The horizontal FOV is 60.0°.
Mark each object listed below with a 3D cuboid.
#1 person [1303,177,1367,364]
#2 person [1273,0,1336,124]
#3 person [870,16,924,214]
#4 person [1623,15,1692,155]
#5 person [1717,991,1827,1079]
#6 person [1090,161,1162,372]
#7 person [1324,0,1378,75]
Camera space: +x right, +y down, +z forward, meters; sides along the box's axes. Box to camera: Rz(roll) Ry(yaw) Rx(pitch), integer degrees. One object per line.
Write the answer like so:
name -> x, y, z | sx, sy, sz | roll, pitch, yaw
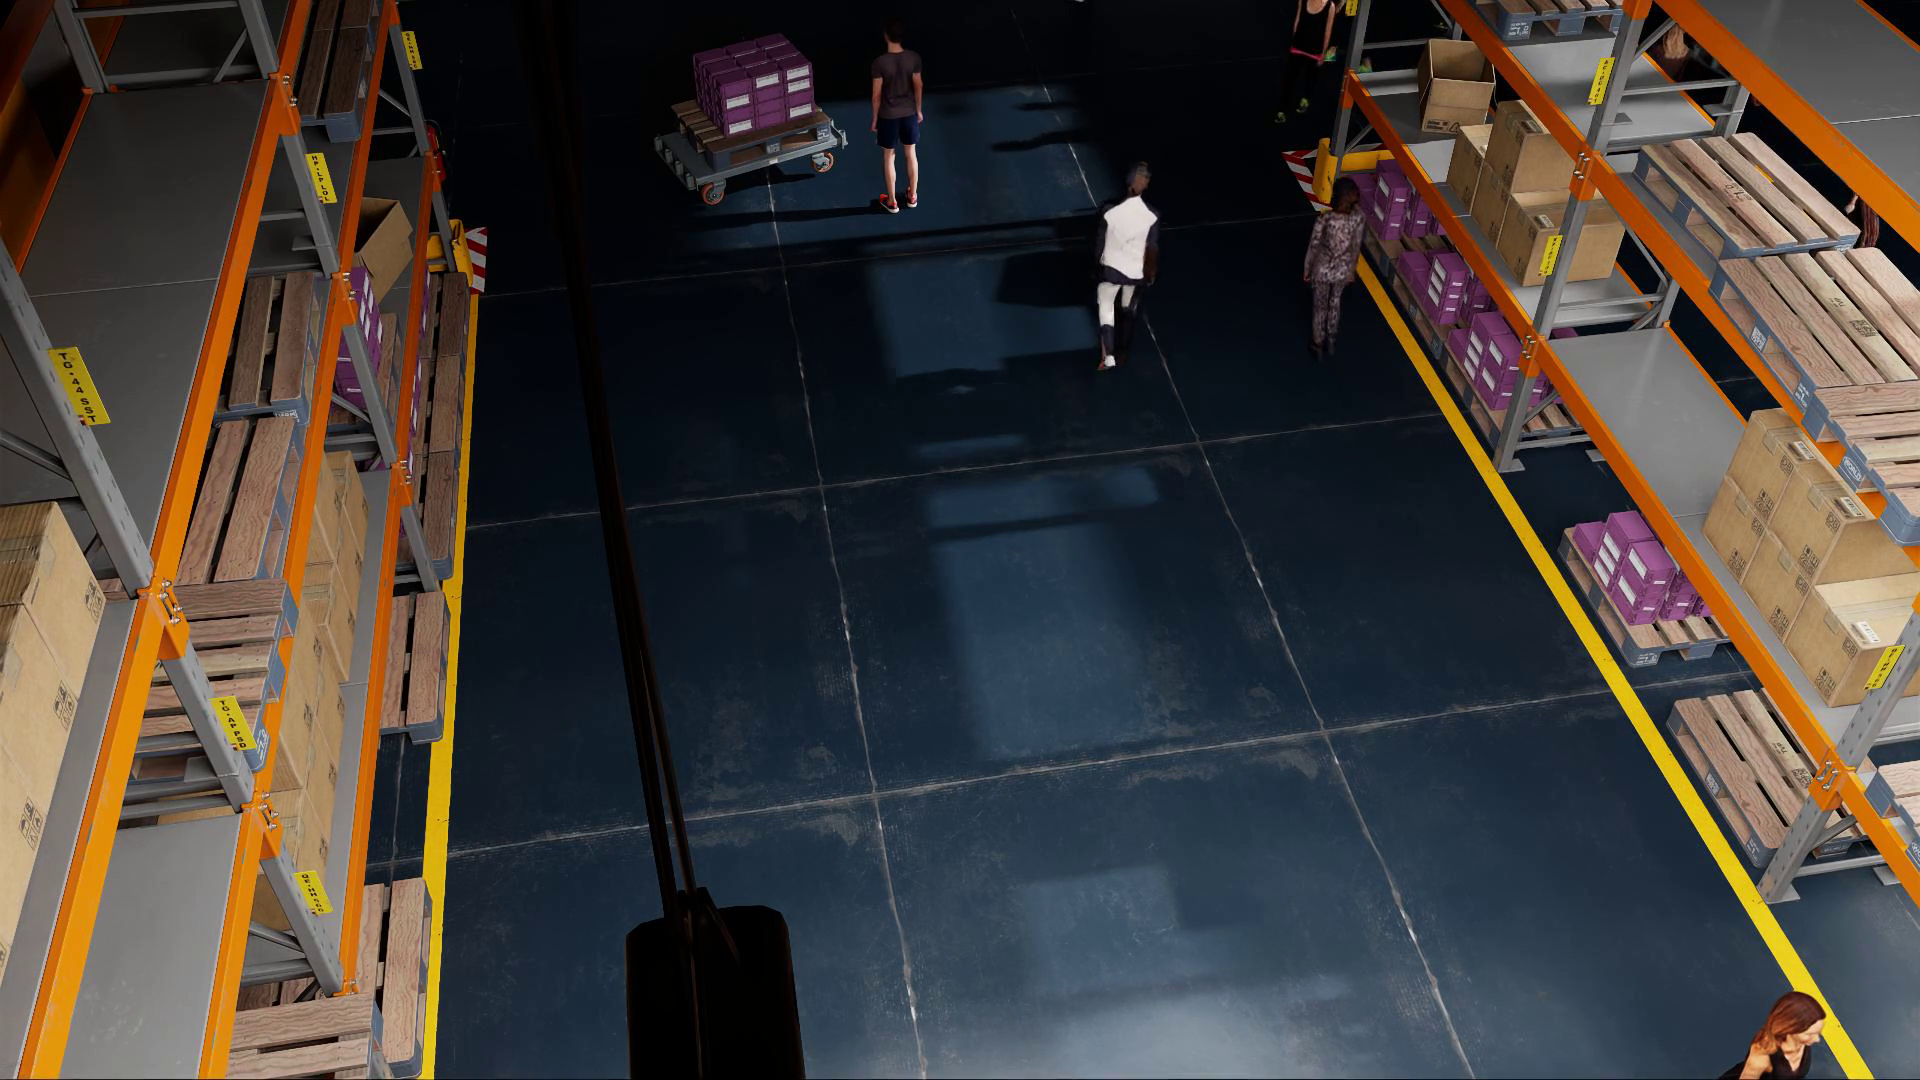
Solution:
person -> 2.999, -2.100, 13.303 | 0.574, 1.707, 0.611 | -6, 44, -6
person -> 3.469, -4.889, 16.365 | 0.901, 1.521, 1.035 | 20, 47, 20
person -> -0.571, -3.834, 15.018 | 0.701, 1.852, 0.612 | -16, 46, -16
person -> 6.376, -3.987, 15.292 | 0.655, 1.696, 0.633 | -4, 44, -4
person -> 3.817, 2.754, 8.116 | 0.661, 1.834, 0.657 | -25, 49, -24
person -> 1.288, -2.085, 13.168 | 0.819, 1.871, 0.956 | 4, 44, 4
person -> 4.133, -5.432, 16.831 | 0.930, 1.664, 0.945 | 16, 46, 16
